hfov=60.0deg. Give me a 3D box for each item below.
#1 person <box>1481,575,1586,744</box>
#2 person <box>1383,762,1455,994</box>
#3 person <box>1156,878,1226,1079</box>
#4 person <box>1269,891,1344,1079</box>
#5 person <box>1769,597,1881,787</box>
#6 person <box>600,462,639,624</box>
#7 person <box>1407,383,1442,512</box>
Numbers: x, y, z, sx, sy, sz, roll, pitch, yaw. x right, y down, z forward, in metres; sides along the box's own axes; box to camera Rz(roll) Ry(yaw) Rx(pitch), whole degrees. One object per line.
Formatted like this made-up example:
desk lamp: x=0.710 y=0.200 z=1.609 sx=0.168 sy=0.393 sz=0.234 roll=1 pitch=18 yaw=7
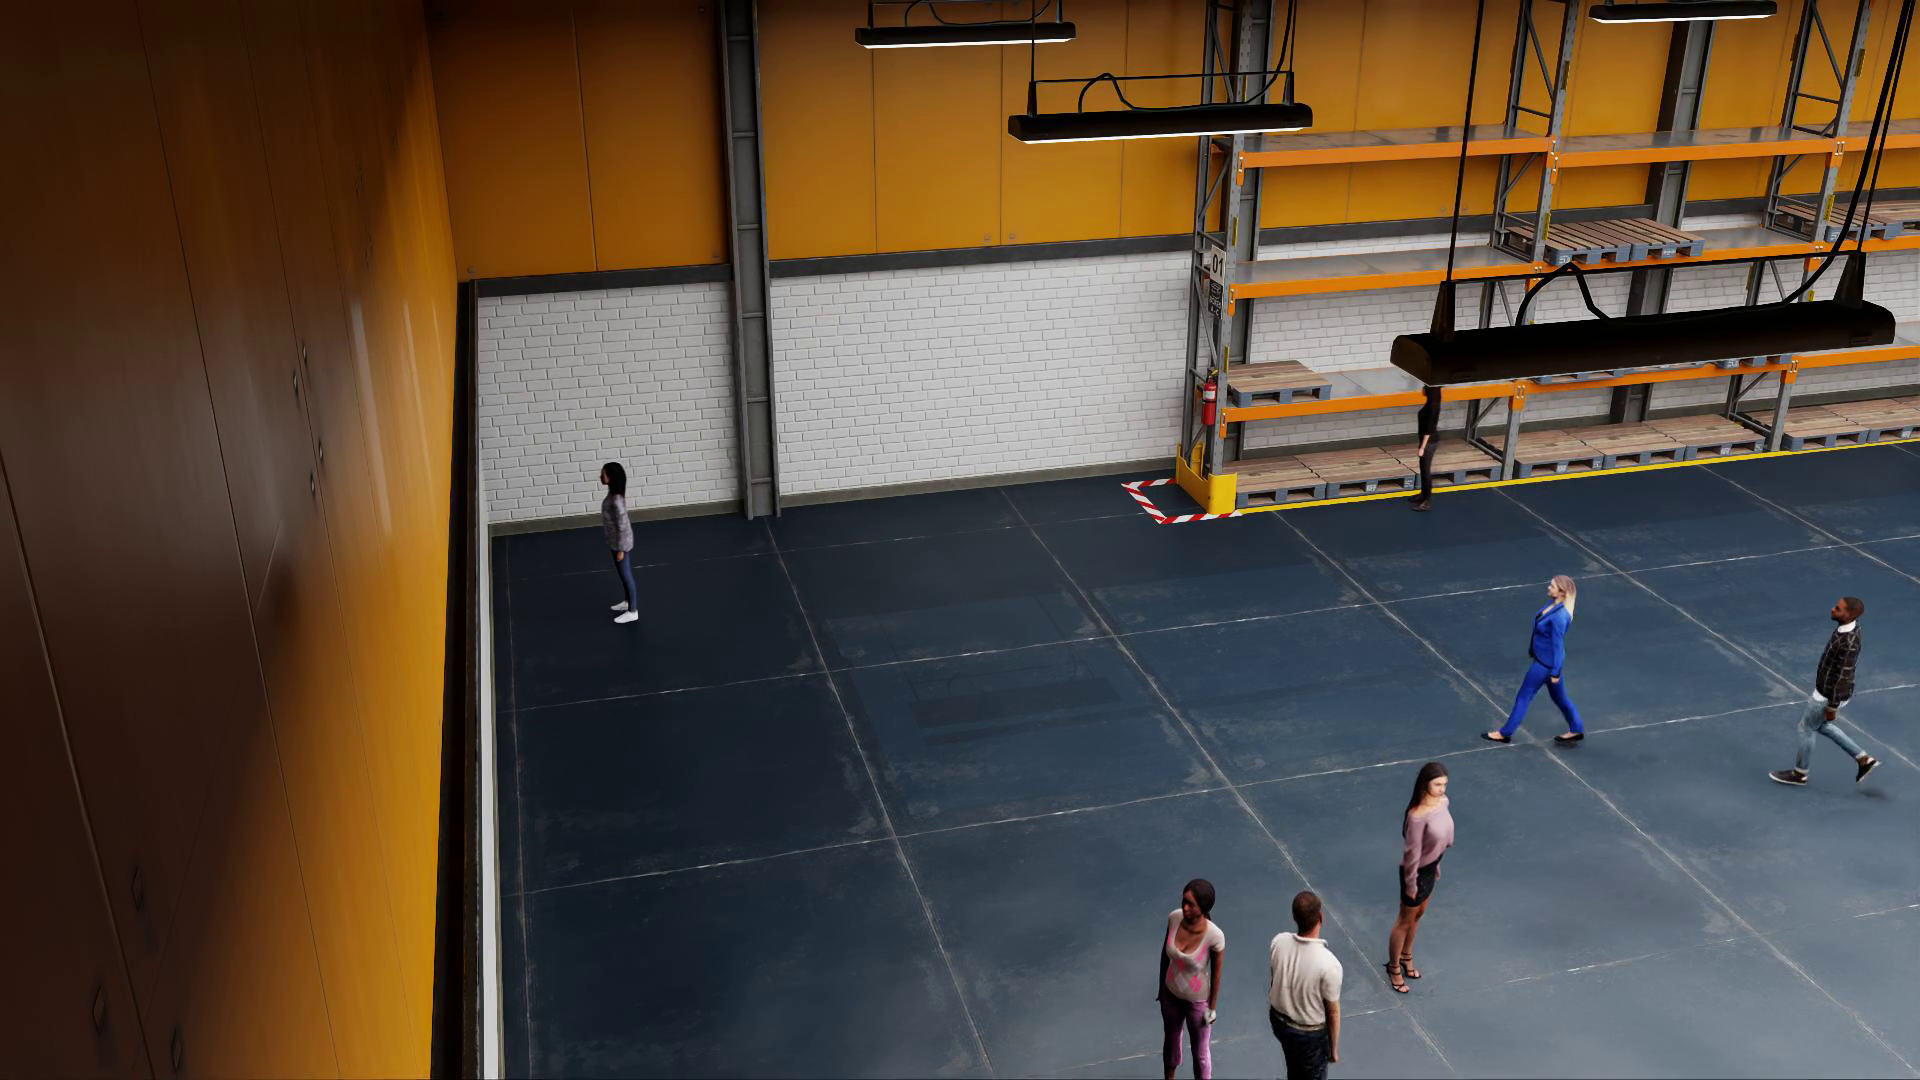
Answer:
person: x=5.316 y=1.109 z=14.755 sx=1.210 sy=1.654 sz=1.002 roll=6 pitch=24 yaw=14
person: x=3.220 y=2.354 z=11.709 sx=0.750 sy=1.812 sz=0.638 roll=20 pitch=31 yaw=39
person: x=1.452 y=2.896 z=10.558 sx=0.654 sy=1.741 sz=0.684 roll=18 pitch=30 yaw=36
person: x=2.011 y=3.039 z=10.142 sx=1.124 sy=1.812 sz=0.964 roll=-17 pitch=29 yaw=-34
person: x=7.478 y=1.322 z=14.089 sx=1.130 sy=1.798 sz=1.068 roll=12 pitch=26 yaw=26
person: x=-3.508 y=0.003 z=17.187 sx=0.515 sy=1.732 sz=0.603 roll=-6 pitch=24 yaw=-13
person: x=5.643 y=-1.169 z=19.986 sx=0.641 sy=1.638 sz=0.651 roll=4 pitch=24 yaw=10
